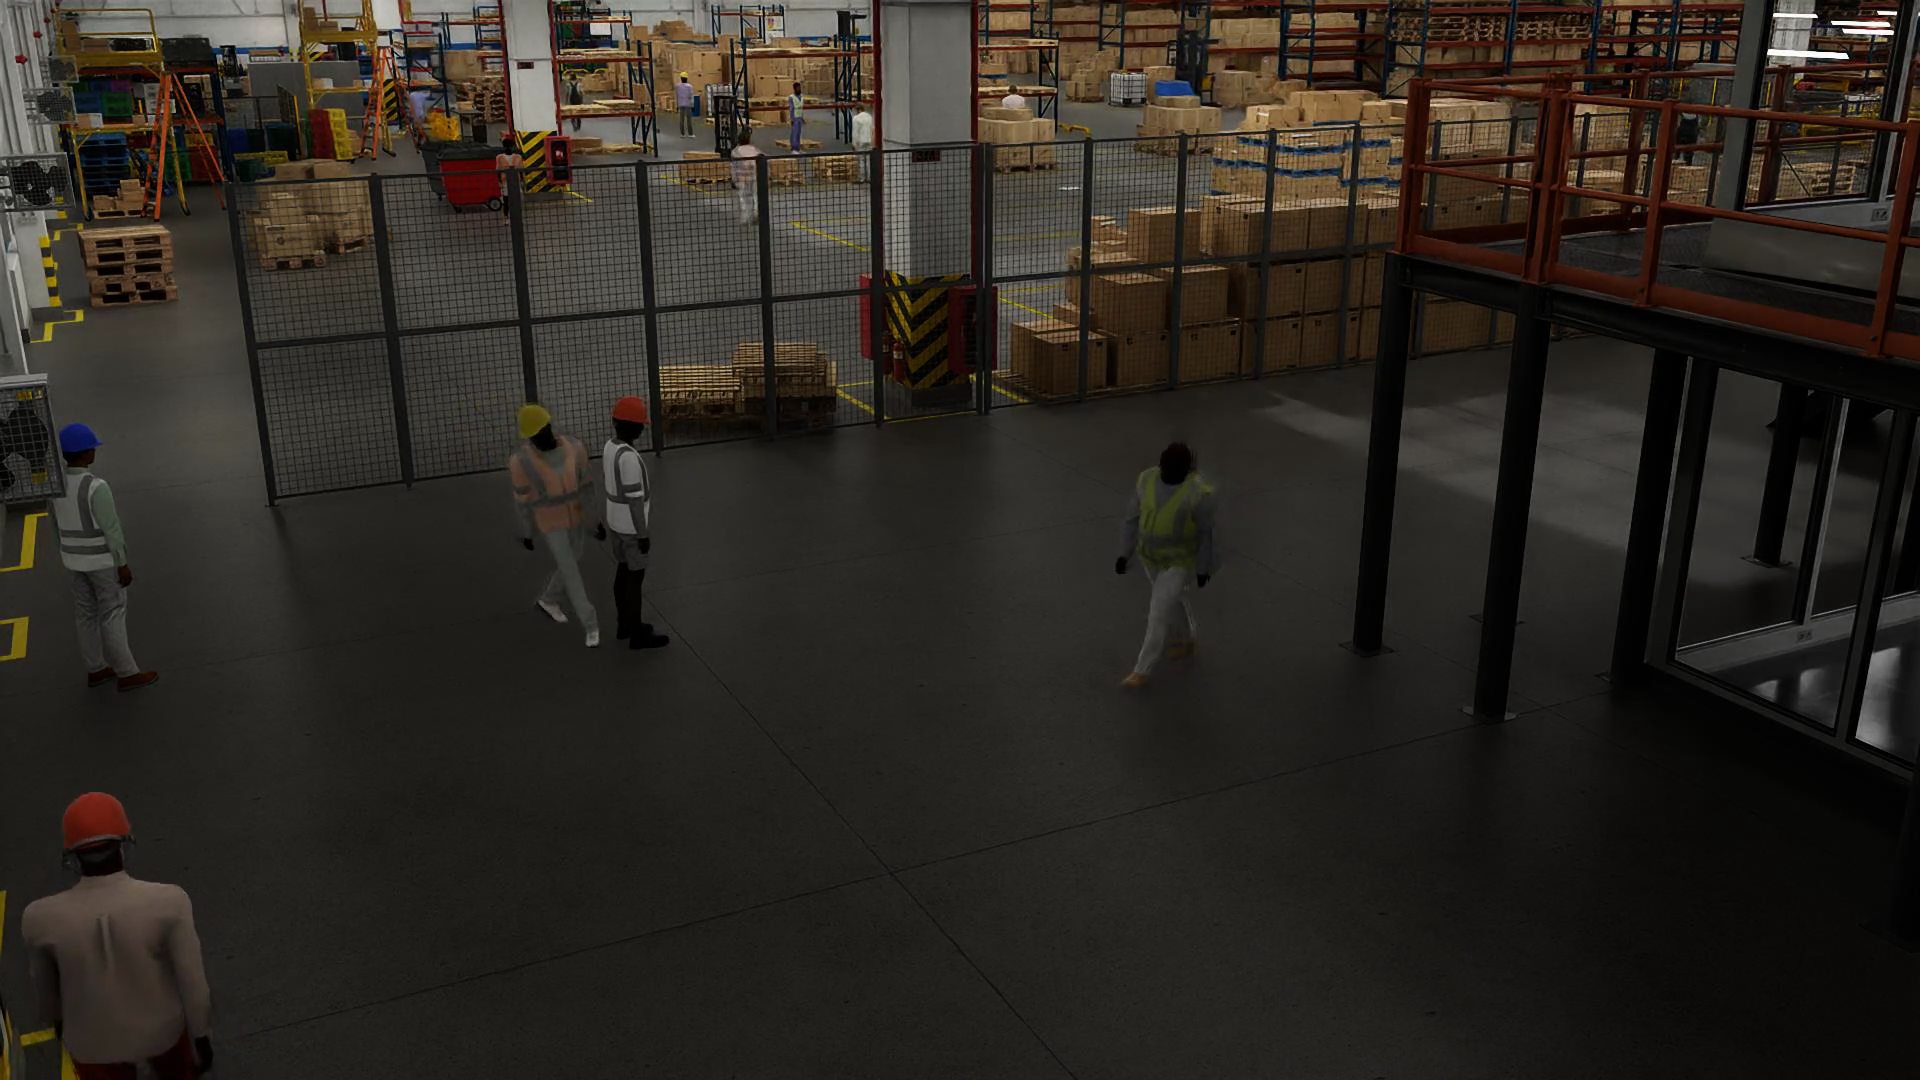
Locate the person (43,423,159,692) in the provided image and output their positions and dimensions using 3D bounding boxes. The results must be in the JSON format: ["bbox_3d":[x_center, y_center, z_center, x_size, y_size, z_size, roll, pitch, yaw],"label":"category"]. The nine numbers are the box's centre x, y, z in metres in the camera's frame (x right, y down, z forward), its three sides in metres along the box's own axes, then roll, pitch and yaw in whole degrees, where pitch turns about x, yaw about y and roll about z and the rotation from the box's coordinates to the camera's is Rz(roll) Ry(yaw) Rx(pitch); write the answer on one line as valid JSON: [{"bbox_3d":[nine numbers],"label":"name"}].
[{"bbox_3d":[-6.087,0.129,11.704,0.603,1.949,0.389,8,21,22],"label":"person"}]

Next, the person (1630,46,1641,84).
[{"bbox_3d":[27.710,-19.378,68.437,0.633,1.831,0.430,-15,24,-36],"label":"person"}]

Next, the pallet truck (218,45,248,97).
[{"bbox_3d":[-28.879,-18.665,66.111,0.823,1.965,1.885,-3,19,-9],"label":"pallet truck"}]

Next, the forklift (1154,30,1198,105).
[{"bbox_3d":[7.906,-16.483,58.452,1.873,2.768,1.129,-9,21,-25],"label":"forklift"}]

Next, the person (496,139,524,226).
[{"bbox_3d":[-8.946,-7.126,33.114,0.533,1.697,0.319,-8,20,-21],"label":"person"}]

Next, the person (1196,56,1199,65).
[{"bbox_3d":[8.481,-16.667,60.561,0.549,1.831,0.733,-4,19,-12],"label":"person"}]

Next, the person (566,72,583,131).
[{"bbox_3d":[-12.021,-13.690,51.962,0.507,1.826,0.674,-3,19,-9],"label":"person"}]

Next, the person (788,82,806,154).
[{"bbox_3d":[-4.493,-11.594,45.732,0.398,1.920,0.590,10,21,27],"label":"person"}]

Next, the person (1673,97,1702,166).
[{"bbox_3d":[17.426,-9.680,39.997,0.700,2.000,1.041,2,19,7],"label":"person"}]

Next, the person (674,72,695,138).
[{"bbox_3d":[-8.273,-13.083,50.050,0.585,1.917,0.382,4,19,10],"label":"person"}]

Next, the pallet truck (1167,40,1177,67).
[{"bbox_3d":[9.045,-19.971,69.895,0.823,1.965,1.885,-3,19,-8],"label":"pallet truck"}]

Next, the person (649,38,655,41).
[{"bbox_3d":[-13.621,-21.331,73.990,0.932,1.890,0.568,-16,25,-39],"label":"person"}]

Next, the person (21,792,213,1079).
[{"bbox_3d":[-3.297,1.878,6.601,0.607,1.953,0.817,-9,21,-24],"label":"person"}]

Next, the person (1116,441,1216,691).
[{"bbox_3d":[1.499,0.131,11.958,0.628,1.786,0.990,17,26,41],"label":"person"}]

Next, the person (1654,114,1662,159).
[{"bbox_3d":[15.843,-8.737,37.552,0.433,1.850,0.518,5,20,15],"label":"person"}]

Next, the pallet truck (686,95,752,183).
[{"bbox_3d":[-5.836,-9.608,39.856,0.823,1.965,1.885,10,22,27],"label":"pallet truck"}]

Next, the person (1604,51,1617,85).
[{"bbox_3d":[26.737,-19.288,68.438,0.529,1.635,0.886,11,22,29],"label":"person"}]

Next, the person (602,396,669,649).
[{"bbox_3d":[-2.455,-0.132,12.492,0.373,1.929,0.542,-11,22,-29],"label":"person"}]

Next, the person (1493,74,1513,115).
[{"bbox_3d":[16.201,-12.937,49.697,0.557,1.886,1.016,-9,21,-24],"label":"person"}]

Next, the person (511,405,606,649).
[{"bbox_3d":[-3.062,-0.144,12.641,0.595,1.853,0.874,-17,25,-40],"label":"person"}]

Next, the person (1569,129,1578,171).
[{"bbox_3d":[13.761,-8.817,37.926,0.529,1.752,0.584,11,22,28],"label":"person"}]

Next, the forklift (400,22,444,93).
[{"bbox_3d":[-21.903,-19.312,66.653,1.129,2.768,1.873,13,23,33],"label":"forklift"}]

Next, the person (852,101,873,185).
[{"bbox_3d":[-2.311,-9.375,39.290,0.372,1.933,0.623,13,23,34],"label":"person"}]

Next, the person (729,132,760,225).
[{"bbox_3d":[-4.255,-7.131,32.921,0.651,1.832,0.448,-10,21,-26],"label":"person"}]

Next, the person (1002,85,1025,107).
[{"bbox_3d":[1.426,-11.206,44.586,0.627,1.934,0.370,-4,19,-12],"label":"person"}]

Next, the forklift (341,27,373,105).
[{"bbox_3d":[-22.275,-17.346,60.954,1.873,2.768,1.129,-9,21,-25],"label":"forklift"}]

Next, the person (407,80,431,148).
[{"bbox_3d":[-15.280,-12.017,46.994,0.851,1.910,0.546,14,23,34],"label":"person"}]

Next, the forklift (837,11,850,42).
[{"bbox_3d":[-5.803,-25.030,83.228,1.873,2.768,1.129,-9,21,-25],"label":"forklift"}]
